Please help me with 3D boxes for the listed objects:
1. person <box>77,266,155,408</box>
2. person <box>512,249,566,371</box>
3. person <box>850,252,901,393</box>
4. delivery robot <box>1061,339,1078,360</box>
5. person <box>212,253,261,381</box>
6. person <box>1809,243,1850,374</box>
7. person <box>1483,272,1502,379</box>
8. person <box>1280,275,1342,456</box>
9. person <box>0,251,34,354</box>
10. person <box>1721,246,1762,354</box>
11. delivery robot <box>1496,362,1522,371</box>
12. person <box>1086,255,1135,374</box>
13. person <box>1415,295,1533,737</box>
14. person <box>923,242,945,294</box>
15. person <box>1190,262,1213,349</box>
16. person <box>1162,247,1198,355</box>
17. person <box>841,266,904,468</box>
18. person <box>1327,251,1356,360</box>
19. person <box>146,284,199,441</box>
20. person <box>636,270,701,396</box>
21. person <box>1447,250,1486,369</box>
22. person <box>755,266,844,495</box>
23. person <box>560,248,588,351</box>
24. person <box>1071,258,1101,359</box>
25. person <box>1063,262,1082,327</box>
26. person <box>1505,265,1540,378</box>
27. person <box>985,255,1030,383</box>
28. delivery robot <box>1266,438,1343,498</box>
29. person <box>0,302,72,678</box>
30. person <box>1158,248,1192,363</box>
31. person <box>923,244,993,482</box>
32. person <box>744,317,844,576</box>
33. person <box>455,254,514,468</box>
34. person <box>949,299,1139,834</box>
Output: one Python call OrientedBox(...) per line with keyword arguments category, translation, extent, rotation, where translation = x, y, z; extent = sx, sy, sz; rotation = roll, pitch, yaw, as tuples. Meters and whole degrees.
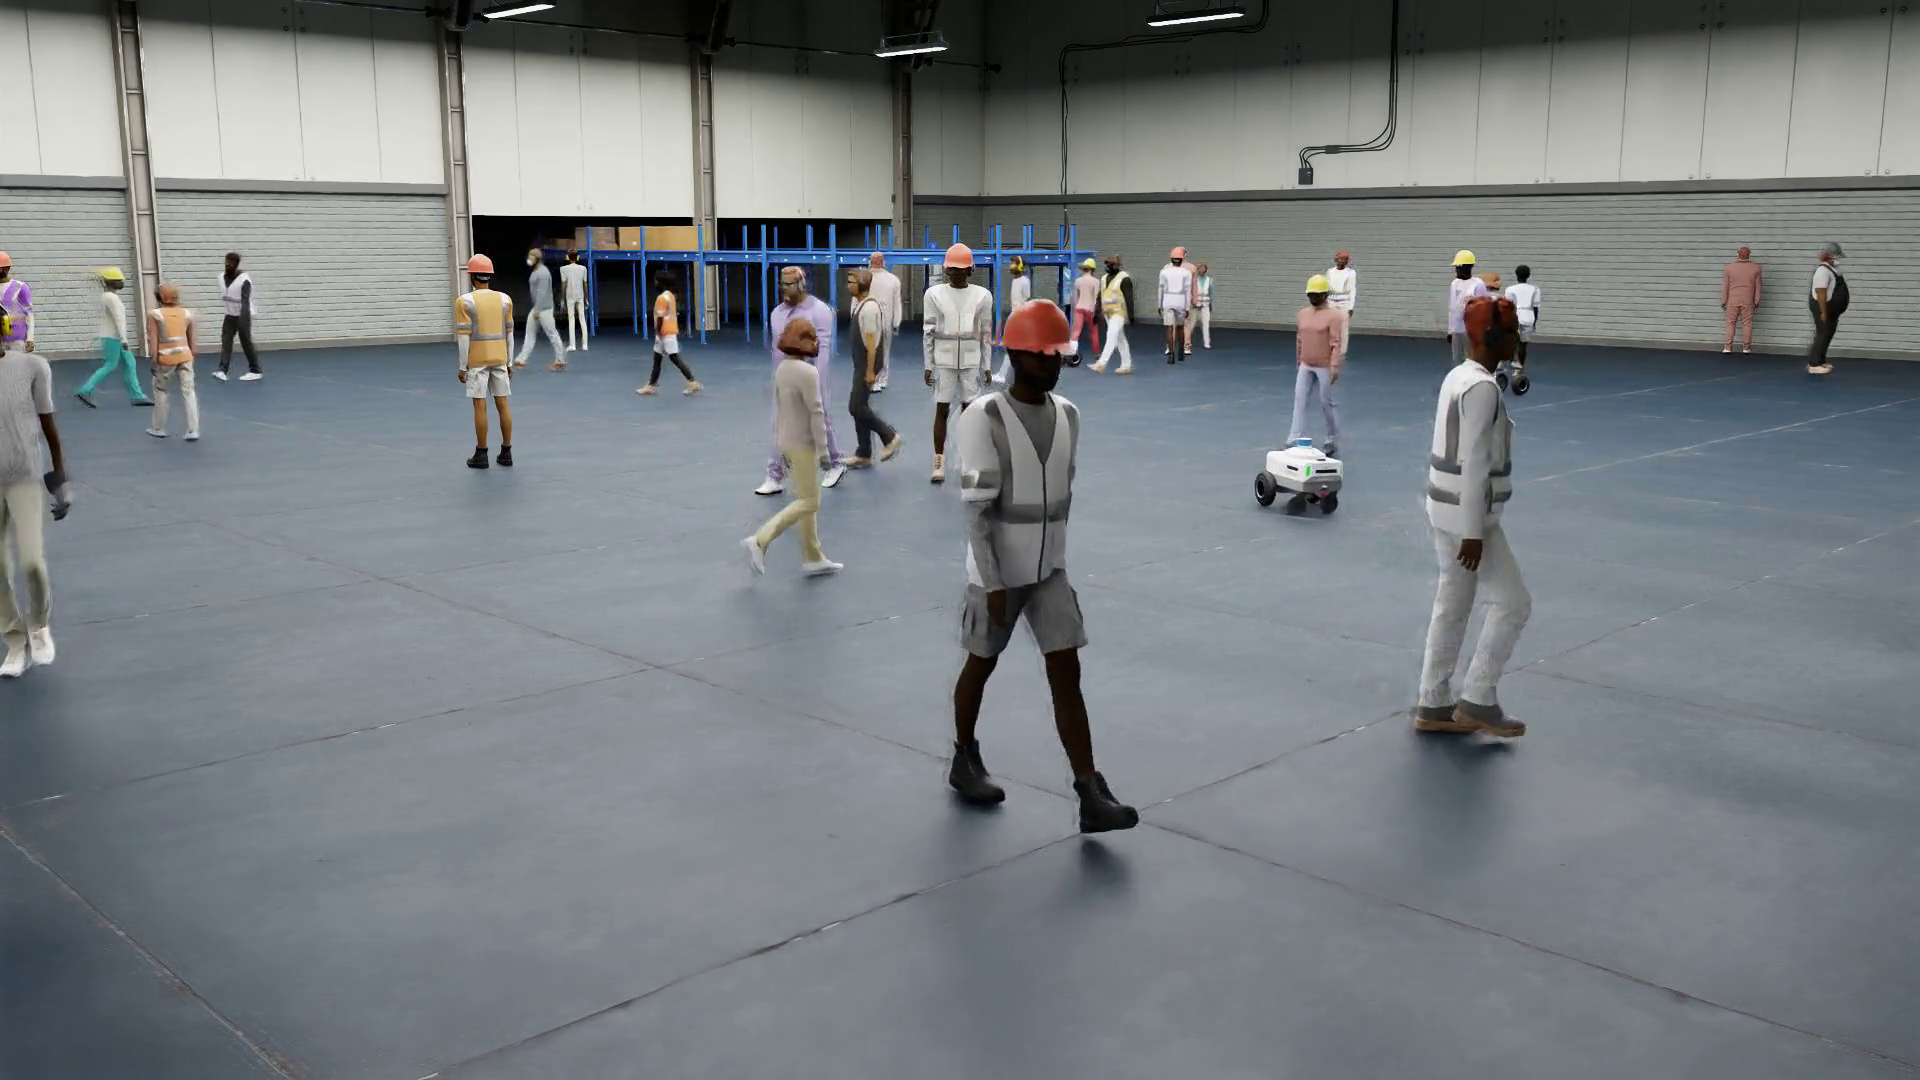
OrientedBox(category="person", translation=(-10.491, -2.509, 20.555), extent=(0.854, 1.737, 0.527), rotation=(-5, 12, -27))
OrientedBox(category="person", translation=(-6.620, -3.568, 25.875), extent=(0.987, 1.889, 0.653), rotation=(-6, 12, -30))
OrientedBox(category="person", translation=(-1.172, -2.964, 22.643), extent=(0.662, 1.872, 0.881), rotation=(-3, 11, -17))
OrientedBox(category="delivery robot", translation=(1.550, -3.129, 27.006), extent=(0.707, 0.478, 0.477), rotation=(-5, 12, -26))
OrientedBox(category="person", translation=(-10.552, -3.223, 24.114), extent=(0.676, 1.850, 0.951), rotation=(4, 11, 21))
OrientedBox(category="person", translation=(13.424, -3.579, 25.658), extent=(0.536, 2.000, 0.831), rotation=(8, 13, 37))
OrientedBox(category="person", translation=(7.108, -2.782, 22.341), extent=(0.424, 1.618, 0.505), rotation=(-6, 12, -31))
OrientedBox(category="person", translation=(3.383, -1.653, 15.866), extent=(0.748, 1.729, 0.546), rotation=(-10, 14, -43))
OrientedBox(category="person", translation=(-10.899, -2.332, 19.034), extent=(0.551, 1.933, 0.369), rotation=(-1, 10, -4))
OrientedBox(category="person", translation=(13.956, -4.281, 29.729), extent=(0.641, 1.913, 0.407), rotation=(4, 11, 21))
OrientedBox(category="delivery robot", translation=(7.187, -2.385, 22.239), extent=(0.698, 0.223, 0.335), rotation=(-4, 11, -23))
OrientedBox(category="person", translation=(2.291, -3.416, 25.310), extent=(0.993, 1.789, 0.644), rotation=(-6, 12, -30))
OrientedBox(category="person", translation=(2.228, -0.088, 6.985), extent=(0.576, 1.862, 0.605), rotation=(1, 10, 6))
OrientedBox(category="person", translation=(-0.593, -5.859, 38.219), extent=(0.607, 1.951, 0.381), rotation=(-8, 13, -38))
OrientedBox(category="person", translation=(4.521, -4.437, 31.407), extent=(0.530, 1.609, 0.799), rotation=(-2, 11, -10))
OrientedBox(category="person", translation=(3.885, -4.242, 29.523), extent=(0.653, 1.906, 0.408), rotation=(0, 10, 1))
OrientedBox(category="person", translation=(-0.835, -1.565, 15.127), extent=(0.475, 1.828, 0.538), rotation=(-2, 11, -12))
OrientedBox(category="person", translation=(6.477, -3.979, 28.236), extent=(0.595, 1.846, 0.584), rotation=(8, 13, 39))
OrientedBox(category="person", translation=(-8.194, -1.838, 17.231), extent=(0.795, 1.601, 0.540), rotation=(8, 13, 37))
OrientedBox(category="person", translation=(-3.853, -2.733, 21.994), extent=(0.872, 1.660, 0.539), rotation=(0, 10, 1))
OrientedBox(category="person", translation=(6.219, -2.605, 20.542), extent=(0.388, 1.926, 0.590), rotation=(-4, 11, -22))
OrientedBox(category="person", translation=(-1.310, -1.336, 13.809), extent=(0.641, 1.866, 0.954), rotation=(6, 12, 28))
OrientedBox(category="person", translation=(-7.114, -4.433, 30.665), extent=(0.514, 1.872, 0.332), rotation=(-5, 12, -27))
OrientedBox(category="person", translation=(2.145, -3.919, 28.290), extent=(0.527, 1.726, 0.928), rotation=(7, 13, 34))
OrientedBox(category="person", translation=(2.432, -5.343, 36.118), extent=(0.547, 1.682, 0.521), rotation=(-5, 11, -25))
OrientedBox(category="person", translation=(8.262, -3.206, 24.483), extent=(0.543, 1.687, 0.592), rotation=(0, 10, 0))
OrientedBox(category="person", translation=(0.871, -3.186, 24.007), extent=(0.990, 1.830, 0.551), rotation=(-3, 11, -16))
OrientedBox(category="delivery robot", translation=(2.681, -0.553, 12.960), extent=(0.477, 0.478, 0.707), rotation=(-3, 11, -17))
OrientedBox(category="person", translation=(-4.575, -0.258, 7.946), extent=(0.549, 1.851, 0.404), rotation=(-3, 11, -17))
OrientedBox(category="person", translation=(3.606, -3.935, 27.909), extent=(0.560, 1.877, 1.004), rotation=(2, 11, 8))
OrientedBox(category="person", translation=(-0.015, -1.518, 14.319), extent=(0.605, 2.036, 0.393), rotation=(-1, 10, -6))
OrientedBox(category="person", translation=(-1.023, -0.561, 10.225), extent=(0.641, 1.614, 0.510), rotation=(-5, 12, -26))
OrientedBox(category="person", translation=(-4.359, -1.643, 15.268), extent=(0.545, 1.938, 0.357), rotation=(-9, 14, -41))
OrientedBox(category="person", translation=(0.248, 0.096, 5.924), extent=(0.549, 1.883, 1.006), rotation=(-7, 12, -32))
